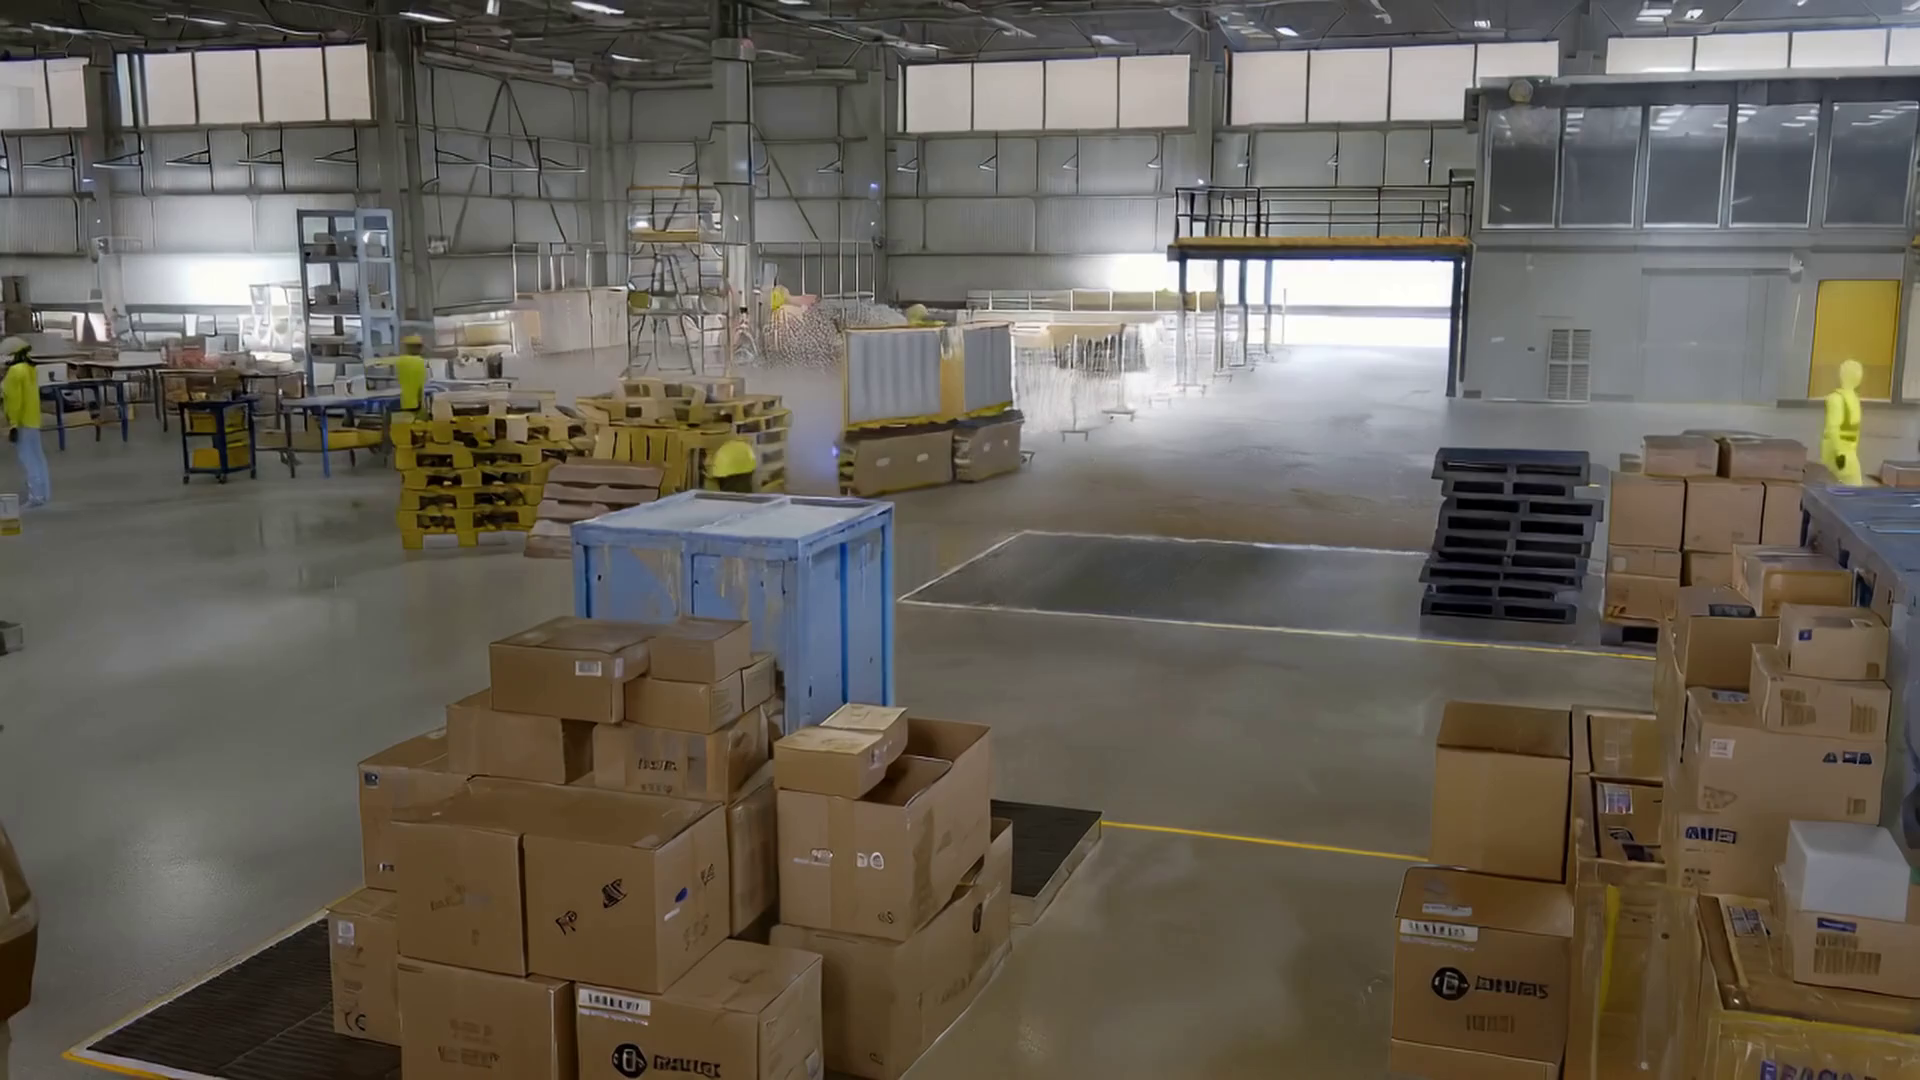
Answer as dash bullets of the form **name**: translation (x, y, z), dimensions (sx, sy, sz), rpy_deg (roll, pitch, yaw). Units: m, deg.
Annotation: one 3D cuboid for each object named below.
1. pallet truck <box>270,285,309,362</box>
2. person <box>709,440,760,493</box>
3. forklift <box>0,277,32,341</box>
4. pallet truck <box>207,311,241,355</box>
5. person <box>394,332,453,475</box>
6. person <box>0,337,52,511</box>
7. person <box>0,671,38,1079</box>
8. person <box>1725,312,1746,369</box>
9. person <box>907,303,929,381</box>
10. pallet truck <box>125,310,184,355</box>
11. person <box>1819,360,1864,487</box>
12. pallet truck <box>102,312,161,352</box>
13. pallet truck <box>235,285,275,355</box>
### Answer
- **pallet truck**: translation (-17.147, -5.700, 43.663), dimensions (0.823, 1.965, 1.885), rpy_deg (3, 11, 17)
- **person**: translation (-1.208, 0.348, 9.852), dimensions (0.547, 1.913, 0.784), rpy_deg (9, 14, 42)
- **forklift**: translation (-27.151, -6.329, 46.328), dimensions (1.157, 1.987, 2.680), rpy_deg (3, 11, 17)
- **pallet truck**: translation (-19.537, -5.575, 44.913), dimensions (0.653, 1.274, 1.630), rpy_deg (3, 11, 19)
- **person**: translation (-7.076, -1.772, 21.846), dimensions (0.562, 1.885, 0.968), rpy_deg (4, 11, 22)
- **person**: translation (-10.723, -1.326, 19.040), dimensions (0.393, 1.990, 0.616), rpy_deg (-1, 10, -5)
- **person**: translation (-2.722, 1.256, 4.574), dimensions (0.361, 1.965, 0.613), rpy_deg (-5, 11, -28)
- **person**: translation (18.276, -4.726, 39.203), dimensions (0.494, 1.624, 0.280), rpy_deg (5, 11, 28)
- **person**: translation (-0.923, -4.408, 37.181), dimensions (0.524, 1.721, 0.336), rpy_deg (-5, 11, -26)
- **pallet truck**: translation (-22.038, -5.665, 45.457), dimensions (0.704, 1.261, 1.522), rpy_deg (3, 11, 17)
- **person**: translation (9.240, -0.935, 17.269), dimensions (0.609, 1.834, 0.972), rpy_deg (-8, 13, -37)
- **pallet truck**: translation (-23.057, -5.777, 46.261), dimensions (0.680, 1.201, 1.601), rpy_deg (3, 11, 19)
- **pallet truck**: translation (-18.327, -5.835, 44.421), dimensions (0.823, 1.965, 1.885), rpy_deg (4, 11, 23)
